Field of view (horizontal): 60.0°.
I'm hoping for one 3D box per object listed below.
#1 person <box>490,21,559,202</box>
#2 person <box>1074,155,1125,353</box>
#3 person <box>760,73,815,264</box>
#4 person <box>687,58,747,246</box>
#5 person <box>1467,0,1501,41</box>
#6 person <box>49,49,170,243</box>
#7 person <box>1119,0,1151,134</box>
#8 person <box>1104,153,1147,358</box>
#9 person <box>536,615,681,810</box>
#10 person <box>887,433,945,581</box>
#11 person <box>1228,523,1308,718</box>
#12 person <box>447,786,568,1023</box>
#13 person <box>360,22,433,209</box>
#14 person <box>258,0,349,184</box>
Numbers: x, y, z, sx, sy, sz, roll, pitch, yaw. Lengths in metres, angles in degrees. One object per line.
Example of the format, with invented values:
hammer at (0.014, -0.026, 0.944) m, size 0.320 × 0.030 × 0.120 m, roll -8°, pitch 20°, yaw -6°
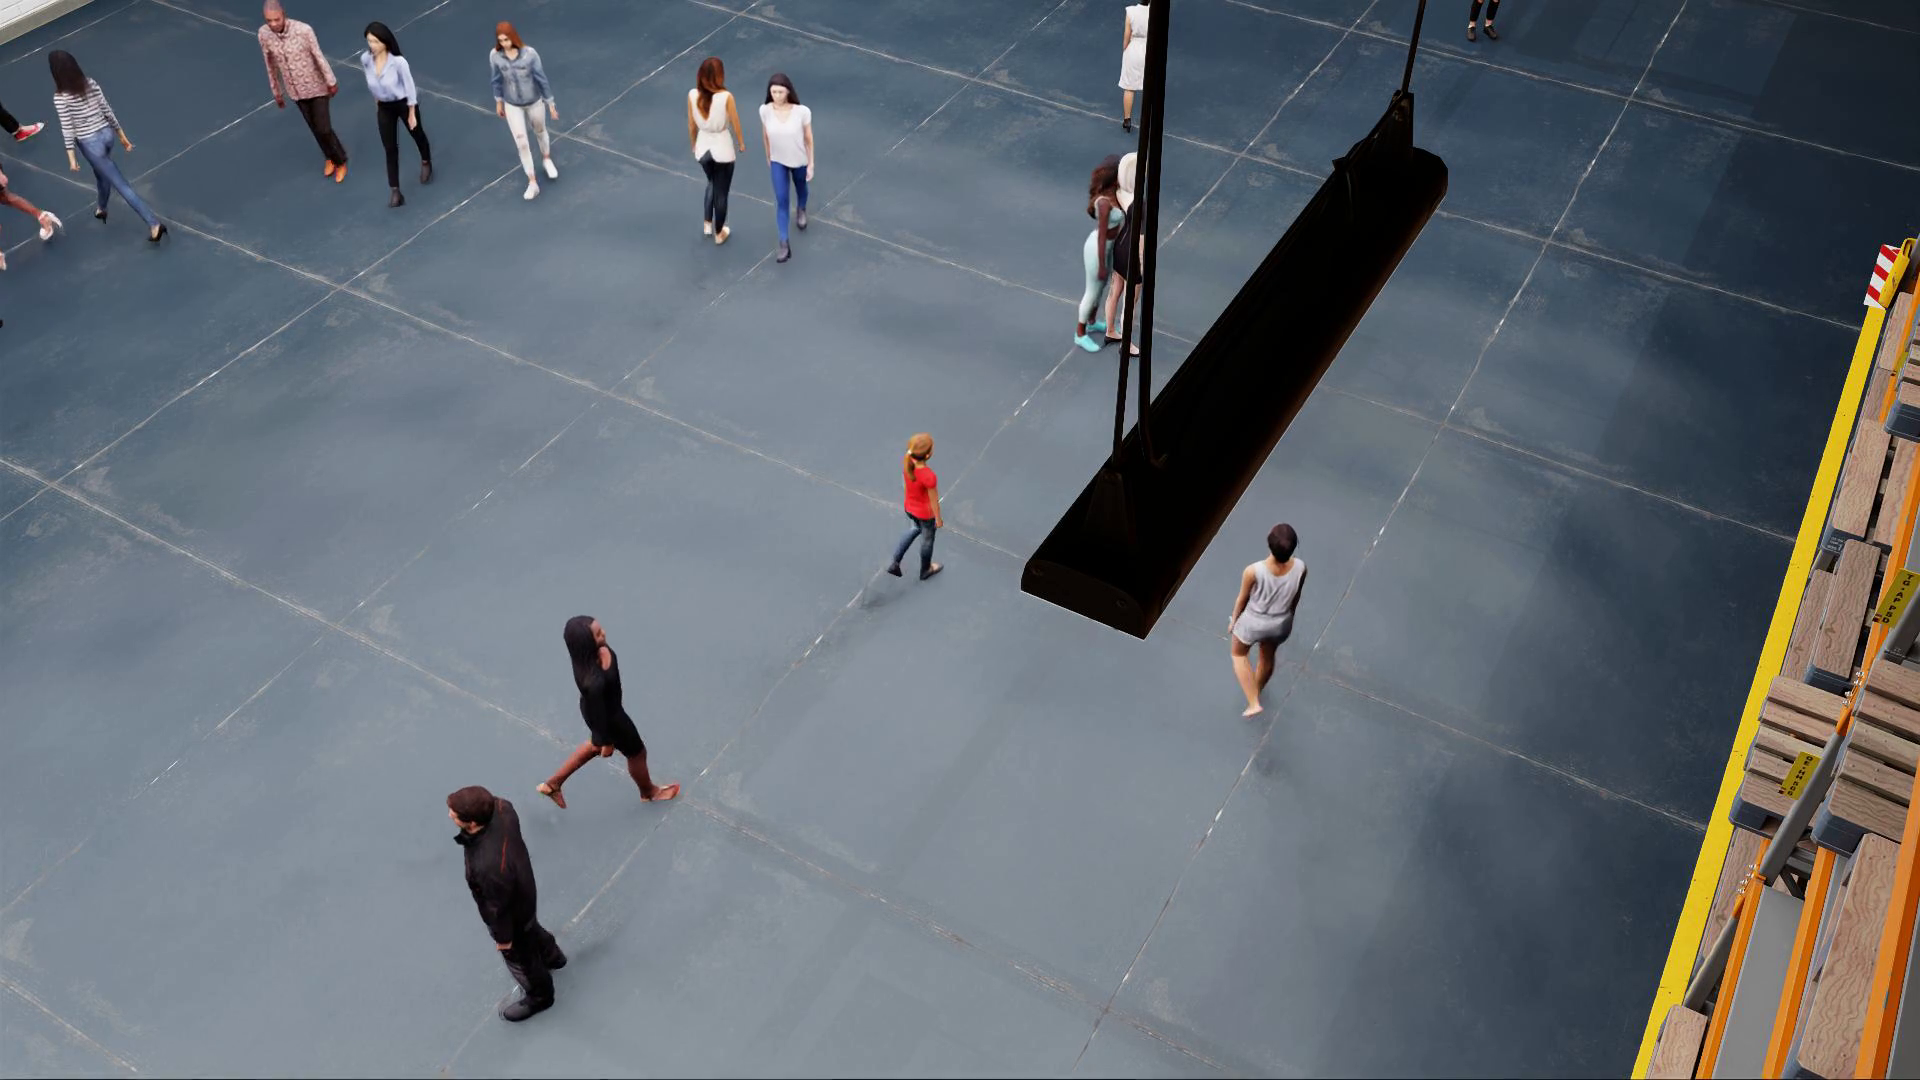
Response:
person at (-3.990, -4.027, 15.248) m, size 1.030 × 1.659 × 1.123 m, roll -7°, pitch 44°, yaw -8°
person at (1.132, -2.326, 13.419) m, size 0.702 × 1.720 × 0.561 m, roll 16°, pitch 46°, yaw 16°
person at (-1.466, -3.320, 14.540) m, size 0.976 × 1.613 × 1.235 m, roll 0°, pitch 44°, yaw 0°
person at (-2.145, -3.303, 14.410) m, size 0.651 × 1.768 × 0.655 m, roll 9°, pitch 44°, yaw 9°
person at (5.617, -5.985, 17.436) m, size 0.659 × 1.476 × 0.700 m, roll -7°, pitch 44°, yaw -7°
person at (-7.434, -3.370, 14.507) m, size 0.819 × 1.731 × 1.124 m, roll 14°, pitch 45°, yaw 14°
person at (1.752, -4.646, 15.975) m, size 0.631 × 1.553 × 0.639 m, roll 4°, pitch 44°, yaw 4°
person at (1.345, -2.272, 13.283) m, size 0.665 × 1.829 × 0.653 m, roll -20°, pitch 47°, yaw -20°
person at (-2.181, 1.067, 9.872) m, size 1.137 × 1.700 × 1.058 m, roll -11°, pitch 45°, yaw -11°
person at (-0.321, -0.180, 11.471) m, size 0.736 × 1.299 × 0.600 m, roll -31°, pitch 52°, yaw -28°
person at (1.937, 0.553, 10.484) m, size 0.793 × 1.600 × 0.863 m, roll -7°, pitch 44°, yaw -7°
person at (-2.383, 1.899, 8.901) m, size 0.880 × 1.834 × 0.806 m, roll -11°, pitch 45°, yaw -11°
person at (-5.073, -3.948, 15.136) m, size 0.937 × 1.700 × 1.190 m, roll 7°, pitch 44°, yaw 7°
person at (-6.012, -4.229, 15.374) m, size 0.833 × 1.779 × 0.843 m, roll 0°, pitch 44°, yaw 0°
